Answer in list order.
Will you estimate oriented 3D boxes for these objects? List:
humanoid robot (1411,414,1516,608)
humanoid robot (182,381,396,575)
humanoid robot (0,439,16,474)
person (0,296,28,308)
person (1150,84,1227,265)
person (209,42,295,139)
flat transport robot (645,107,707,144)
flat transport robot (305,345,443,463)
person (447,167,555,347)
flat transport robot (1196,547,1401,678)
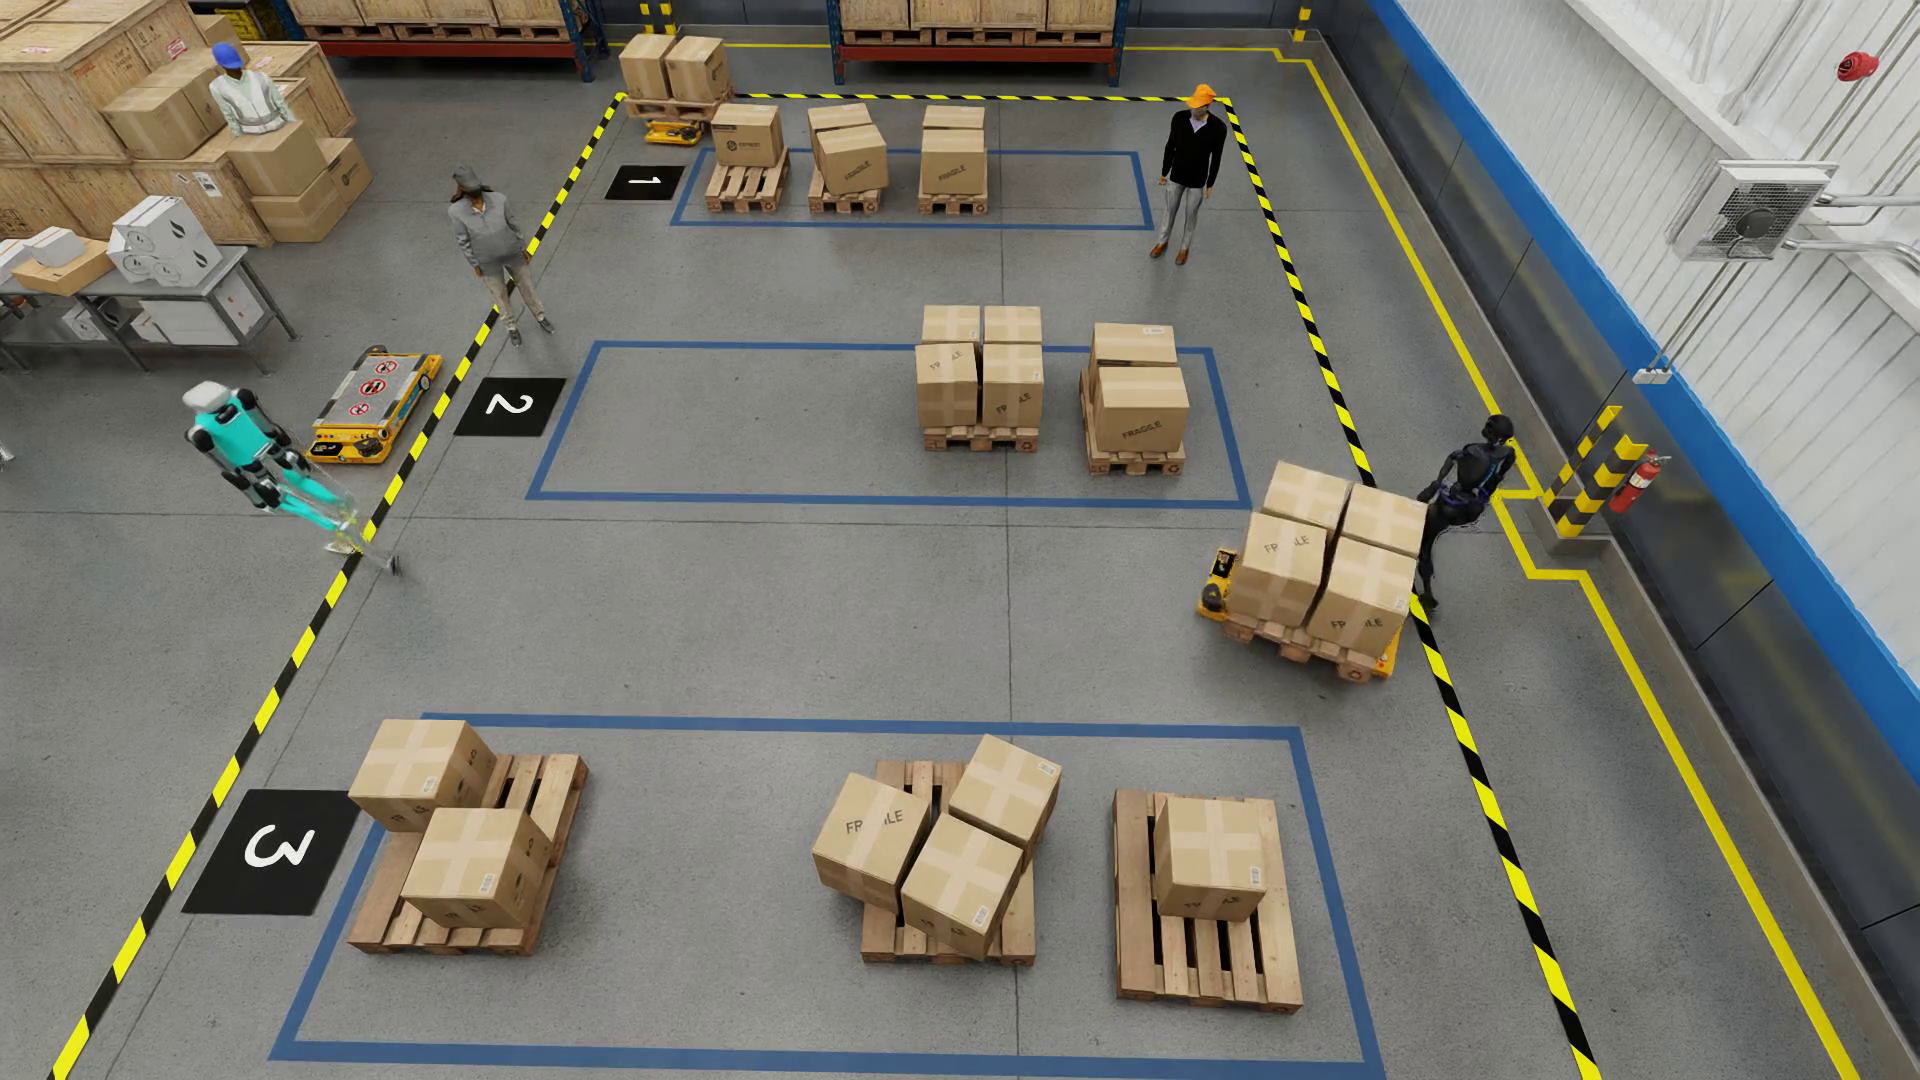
[{"bbox_3d":[3.604,-0.225,6.675,0.609,1.652,0.761,-6,50,-5],"label":"humanoid robot"},{"bbox_3d":[-4.778,-0.374,6.764,0.857,1.842,0.547,10,50,8],"label":"humanoid robot"},{"bbox_3d":[-8.444,-1.156,7.440,0.566,1.861,0.811,-32,57,-24],"label":"humanoid robot"},{"bbox_3d":[-10.046,-3.036,8.877,0.572,1.886,0.354,13,51,11],"label":"person"},{"bbox_3d":[2.355,-3.754,9.487,0.588,1.880,0.382,24,54,19],"label":"person"},{"bbox_3d":[-7.537,-4.414,10.011,0.603,1.939,0.411,-33,57,-25],"label":"person"},{"bbox_3d":[-3.653,-5.691,12.165,0.652,0.197,1.431,4,50,3],"label":"flat transport robot"},{"bbox_3d":[-5.383,-1.269,8.441,0.659,0.231,1.431,1,50,1],"label":"flat transport robot"},{"bbox_3d":[-4.357,-2.682,8.653,0.568,1.768,0.398,-30,56,-23],"label":"person"},{"bbox_3d":[2.585,0.496,6.929,1.431,0.197,0.652,19,52,15],"label":"flat transport robot"}]
